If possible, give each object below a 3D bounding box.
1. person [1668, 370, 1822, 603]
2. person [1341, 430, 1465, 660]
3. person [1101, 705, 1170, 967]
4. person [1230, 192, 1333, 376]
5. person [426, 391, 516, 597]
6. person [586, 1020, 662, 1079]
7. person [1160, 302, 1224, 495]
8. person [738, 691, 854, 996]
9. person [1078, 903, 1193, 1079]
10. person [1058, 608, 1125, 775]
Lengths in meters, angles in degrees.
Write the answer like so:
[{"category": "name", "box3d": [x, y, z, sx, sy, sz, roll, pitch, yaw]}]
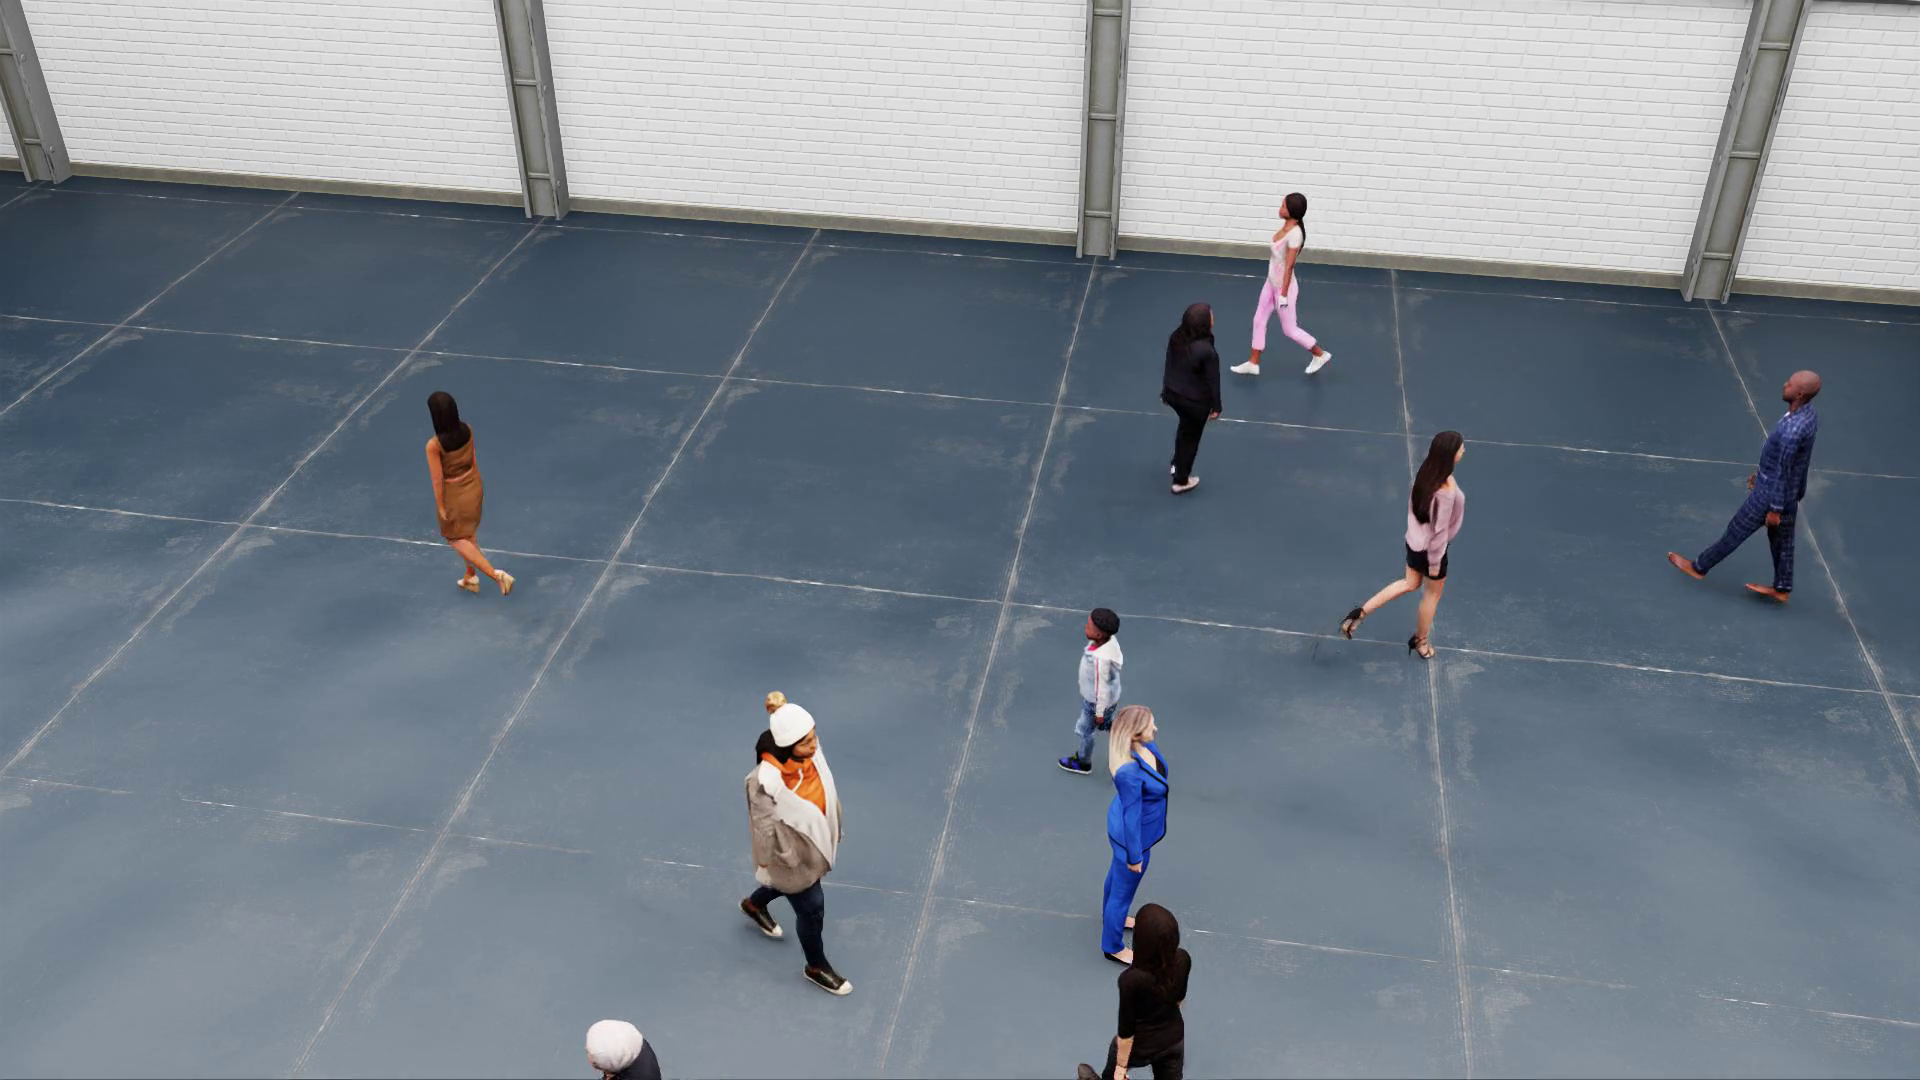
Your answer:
[{"category": "person", "box3d": [5.815, -0.328, 11.657, 1.200, 1.775, 0.979, 22, 39, 29]}, {"category": "person", "box3d": [3.001, 0.074, 11.030, 1.035, 1.800, 0.824, -4, 34, -7]}, {"category": "person", "box3d": [0.901, 1.556, 8.889, 0.561, 1.701, 0.633, 3, 34, 5]}, {"category": "person", "box3d": [2.899, -2.178, 14.499, 1.152, 1.710, 0.732, 0, 34, -1]}, {"category": "person", "box3d": [-3.452, -0.265, 11.654, 0.954, 1.673, 0.747, 18, 38, 25]}, {"category": "person", "box3d": [-1.324, 2.685, 7.328, 1.070, 1.765, 0.851, 11, 35, 16]}, {"category": "person", "box3d": [1.730, -1.072, 12.927, 0.861, 1.608, 0.785, -26, 41, -33]}, {"category": "person", "box3d": [-0.944, 1.524, 8.778, 1.141, 1.877, 0.890, 14, 36, 21]}, {"category": "person", "box3d": [0.931, 2.393, 7.723, 1.083, 1.599, 1.070, -16, 37, -22]}, {"category": "person", "box3d": [0.916, 0.954, 10.206, 0.796, 1.247, 0.510, 8, 34, 12]}]
